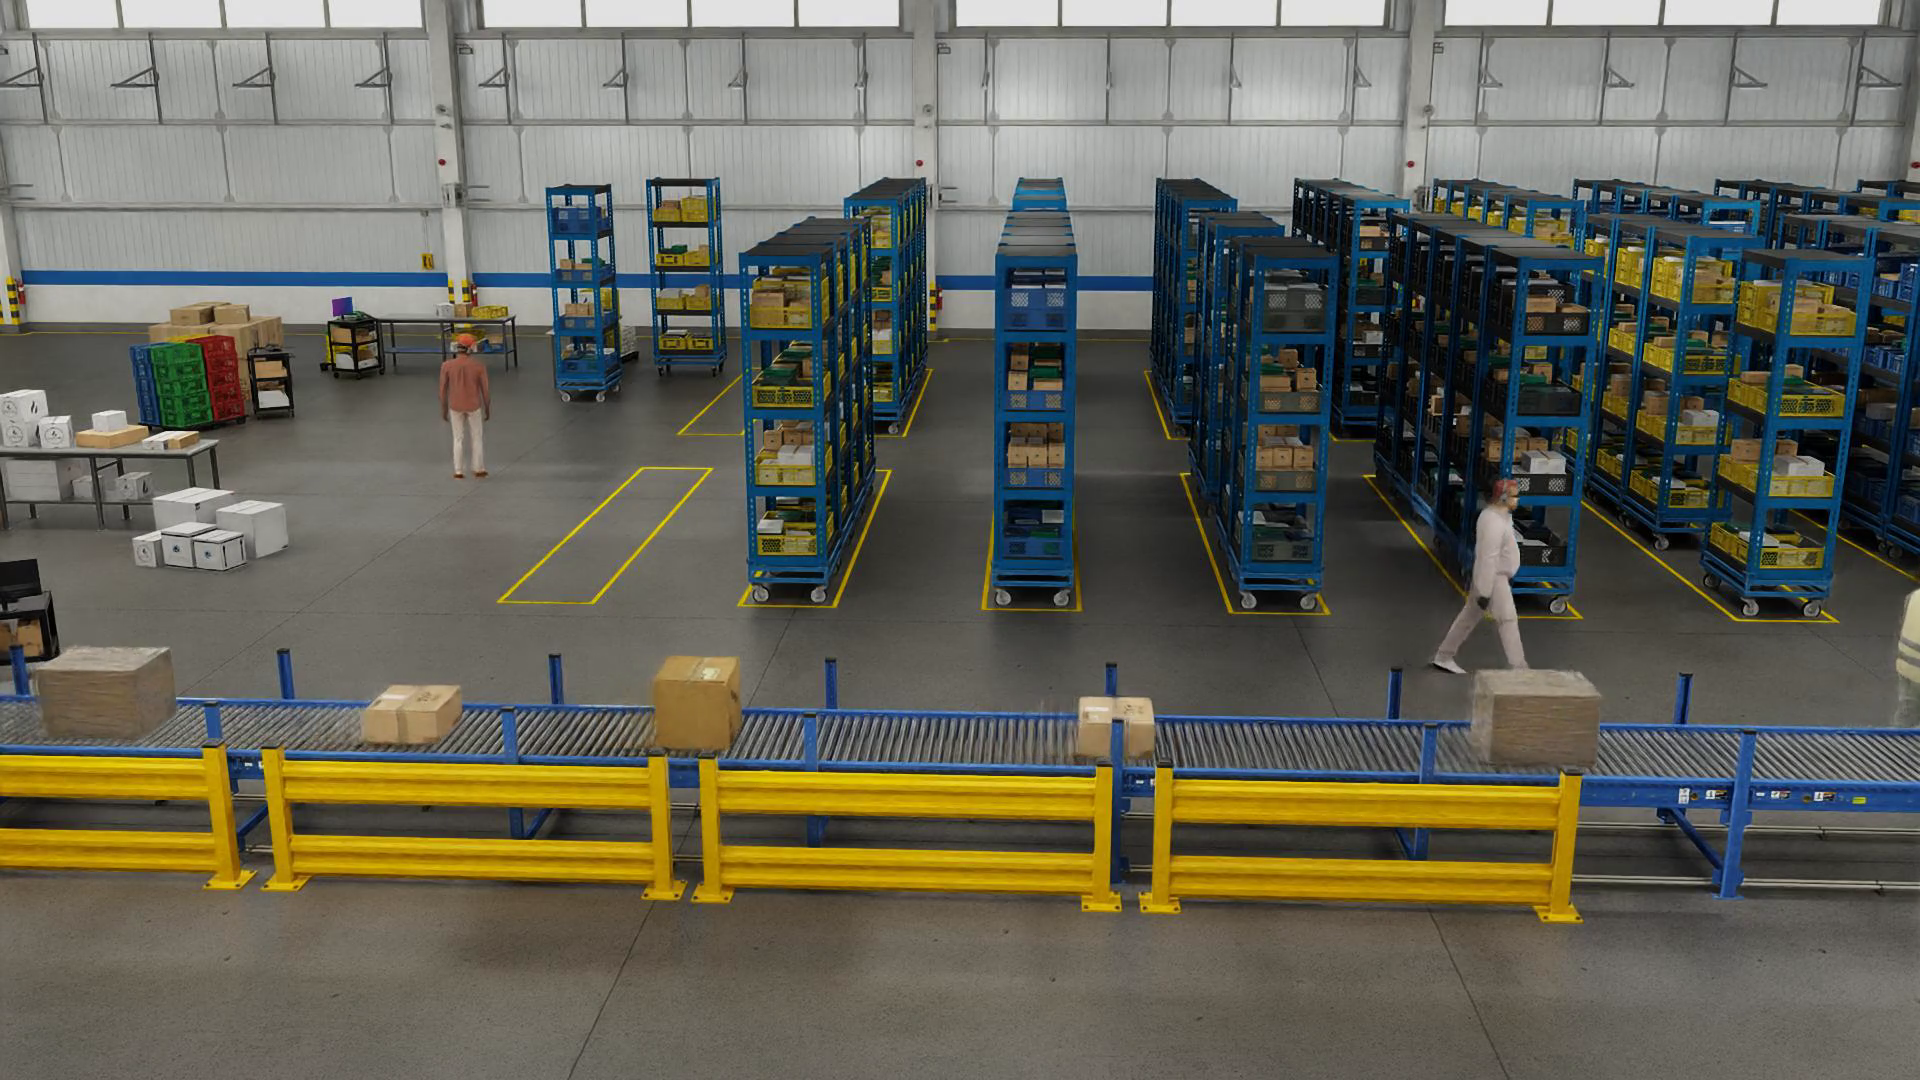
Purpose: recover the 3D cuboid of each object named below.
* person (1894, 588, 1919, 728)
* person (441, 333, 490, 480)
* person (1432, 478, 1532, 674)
[{"bbox_3d":[7.262,0.980,12.488,0.487,1.811,0.594,-1,15,-4],"label":"person"},{"bbox_3d":[-6.667,-1.798,22.468,0.625,1.983,0.420,-3,15,-13],"label":"person"},{"bbox_3d":[4.723,0.352,14.725,1.001,1.862,0.658,4,16,13],"label":"person"}]
